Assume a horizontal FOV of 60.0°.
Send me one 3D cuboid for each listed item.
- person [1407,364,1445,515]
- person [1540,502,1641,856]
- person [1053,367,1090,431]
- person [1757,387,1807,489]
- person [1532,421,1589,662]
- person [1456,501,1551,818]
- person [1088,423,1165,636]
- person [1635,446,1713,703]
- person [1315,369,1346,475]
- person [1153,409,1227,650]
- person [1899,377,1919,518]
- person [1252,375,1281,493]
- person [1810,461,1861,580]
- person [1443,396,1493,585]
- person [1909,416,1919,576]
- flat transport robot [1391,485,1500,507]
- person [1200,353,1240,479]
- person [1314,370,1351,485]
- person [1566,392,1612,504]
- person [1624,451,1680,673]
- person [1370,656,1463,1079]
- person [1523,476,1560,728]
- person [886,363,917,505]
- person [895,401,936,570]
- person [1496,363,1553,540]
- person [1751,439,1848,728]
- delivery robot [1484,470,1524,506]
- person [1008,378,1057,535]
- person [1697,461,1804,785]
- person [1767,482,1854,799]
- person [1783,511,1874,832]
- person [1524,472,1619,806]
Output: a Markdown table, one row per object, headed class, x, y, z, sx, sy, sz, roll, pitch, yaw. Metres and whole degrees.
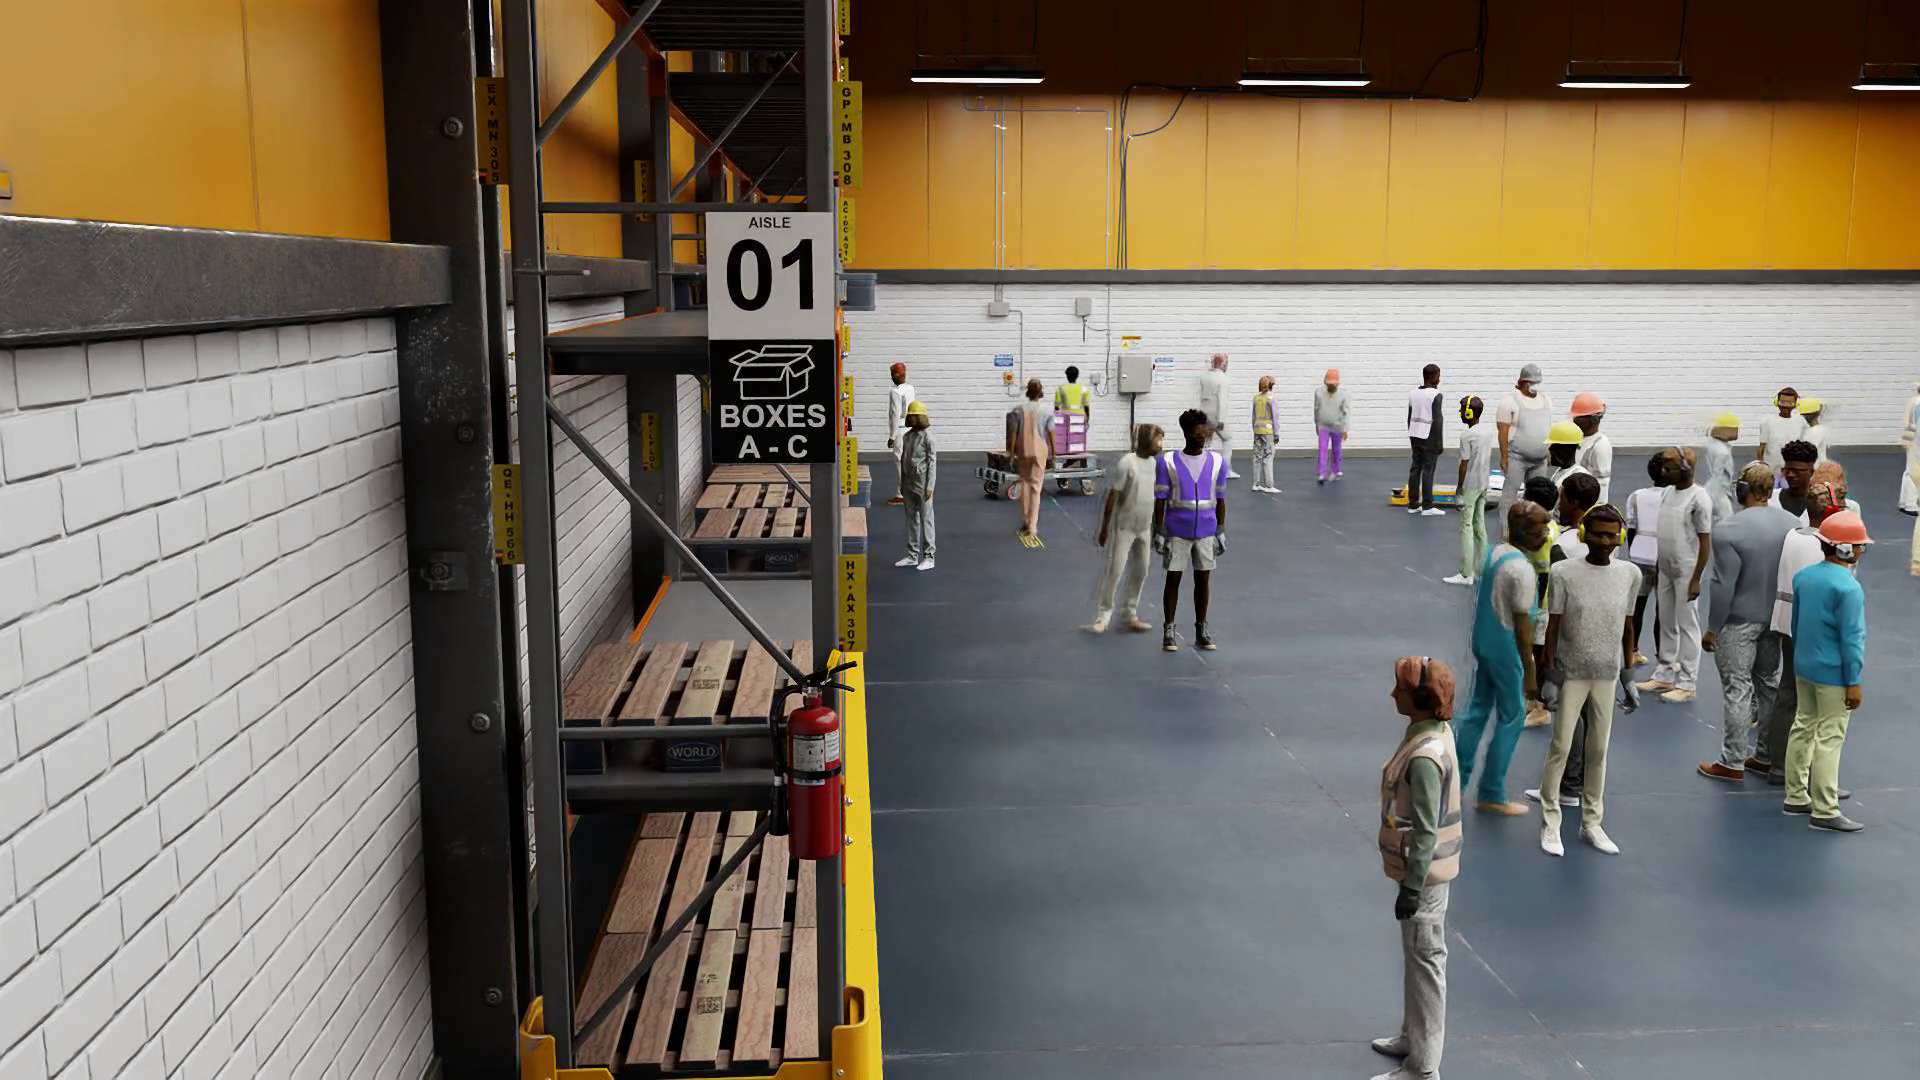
| class | x | y | z | sx | sy | sz | roll | pitch | yaw |
| --- | --- | --- | --- | --- | --- | --- | --- | --- | --- |
| person | 5.903 | -1.273 | 21.109 | 0.390 | 1.914 | 0.587 | -4 | 10 | -24 |
| person | 3.301 | 0.726 | 8.706 | 0.520 | 1.868 | 0.332 | 0 | 9 | -2 |
| person | 1.684 | -1.810 | 25.274 | 0.551 | 1.642 | 0.882 | -1 | 9 | -7 |
| person | 8.681 | -0.686 | 17.583 | 0.521 | 1.864 | 0.336 | 0 | 9 | 1 |
| person | 4.615 | 0.051 | 12.754 | 0.366 | 1.927 | 0.585 | 1 | 9 | 5 |
| person | 3.021 | 0.657 | 9.370 | 0.370 | 1.803 | 0.715 | -1 | 9 | -5 |
| person | 1.396 | -0.083 | 13.996 | 0.688 | 1.801 | 0.430 | -7 | 12 | -38 |
| person | 5.111 | 0.242 | 11.838 | 0.351 | 1.836 | 0.505 | -2 | 9 | -11 |
| person | 5.628 | -1.789 | 25.255 | 0.500 | 1.626 | 0.308 | 6 | 11 | 35 |
| person | 1.865 | -0.083 | 13.465 | 0.612 | 1.966 | 0.361 | -1 | 9 | -7 |
| person | 12.029 | -1.187 | 20.835 | 0.404 | 1.827 | 0.600 | 3 | 10 | 21 |
| person | 4.267 | -1.475 | 23.221 | 0.308 | 1.644 | 0.511 | -6 | 11 | -31 |
| person | 6.558 | 0.212 | 12.660 | 0.498 | 1.634 | 0.280 | 7 | 11 | 36 |
| person | 5.022 | -0.485 | 16.344 | 0.509 | 1.860 | 0.333 | -8 | 12 | -40 |
| person | 9.858 | -0.639 | 16.732 | 0.535 | 2.000 | 0.683 | 5 | 10 | 27 |
| flat transport robot | 6.443 | -0.589 | 21.951 | 1.431 | 0.197 | 0.652 | 3 | 9 | 16 |
| person | 3.854 | -1.824 | 24.692 | 0.774 | 1.878 | 0.676 | -5 | 10 | -28 |
| person | 5.413 | -1.646 | 24.213 | 0.568 | 1.671 | 0.972 | 4 | 10 | 25 |
| person | 5.362 | -0.253 | 14.312 | 0.379 | 2.040 | 0.607 | 0 | 9 | 2 |
| person | 5.335 | 0.167 | 12.740 | 0.322 | 1.697 | 0.530 | -5 | 10 | -29 |
| person | 1.712 | 1.236 | 6.212 | 0.309 | 1.641 | 0.513 | 3 | 9 | 17 |
| person | 3.889 | 0.415 | 11.184 | 0.321 | 1.696 | 0.536 | 3 | 10 | 19 |
| person | -0.779 | -1.405 | 22.022 | 0.356 | 1.887 | 0.572 | 4 | 10 | 25 |
| person | -0.451 | -0.568 | 17.206 | 0.284 | 1.746 | 0.489 | -9 | 13 | -44 |
| person | 6.514 | -1.011 | 19.065 | 0.688 | 2.000 | 0.536 | -2 | 9 | -15 |
| person | 5.505 | 0.309 | 11.008 | 0.609 | 1.965 | 0.369 | 8 | 12 | 41 |
| delivery robot | 6.794 | -0.639 | 21.089 | 0.477 | 0.478 | 0.707 | -8 | 12 | -43 |
| person | 0.875 | -0.985 | 19.563 | 0.552 | 1.825 | 0.666 | 2 | 9 | 15 |
| person | 4.708 | 0.494 | 9.933 | 0.627 | 1.940 | 0.376 | -3 | 10 | -18 |
| person | 4.955 | 0.578 | 9.693 | 0.389 | 1.846 | 0.566 | -2 | 9 | -11 |
| person | 4.793 | 0.710 | 9.150 | 0.327 | 1.753 | 0.562 | -1 | 9 | -3 |
| person | 3.534 | 0.567 | 9.538 | 0.593 | 1.920 | 0.391 | -9 | 13 | -44 |
